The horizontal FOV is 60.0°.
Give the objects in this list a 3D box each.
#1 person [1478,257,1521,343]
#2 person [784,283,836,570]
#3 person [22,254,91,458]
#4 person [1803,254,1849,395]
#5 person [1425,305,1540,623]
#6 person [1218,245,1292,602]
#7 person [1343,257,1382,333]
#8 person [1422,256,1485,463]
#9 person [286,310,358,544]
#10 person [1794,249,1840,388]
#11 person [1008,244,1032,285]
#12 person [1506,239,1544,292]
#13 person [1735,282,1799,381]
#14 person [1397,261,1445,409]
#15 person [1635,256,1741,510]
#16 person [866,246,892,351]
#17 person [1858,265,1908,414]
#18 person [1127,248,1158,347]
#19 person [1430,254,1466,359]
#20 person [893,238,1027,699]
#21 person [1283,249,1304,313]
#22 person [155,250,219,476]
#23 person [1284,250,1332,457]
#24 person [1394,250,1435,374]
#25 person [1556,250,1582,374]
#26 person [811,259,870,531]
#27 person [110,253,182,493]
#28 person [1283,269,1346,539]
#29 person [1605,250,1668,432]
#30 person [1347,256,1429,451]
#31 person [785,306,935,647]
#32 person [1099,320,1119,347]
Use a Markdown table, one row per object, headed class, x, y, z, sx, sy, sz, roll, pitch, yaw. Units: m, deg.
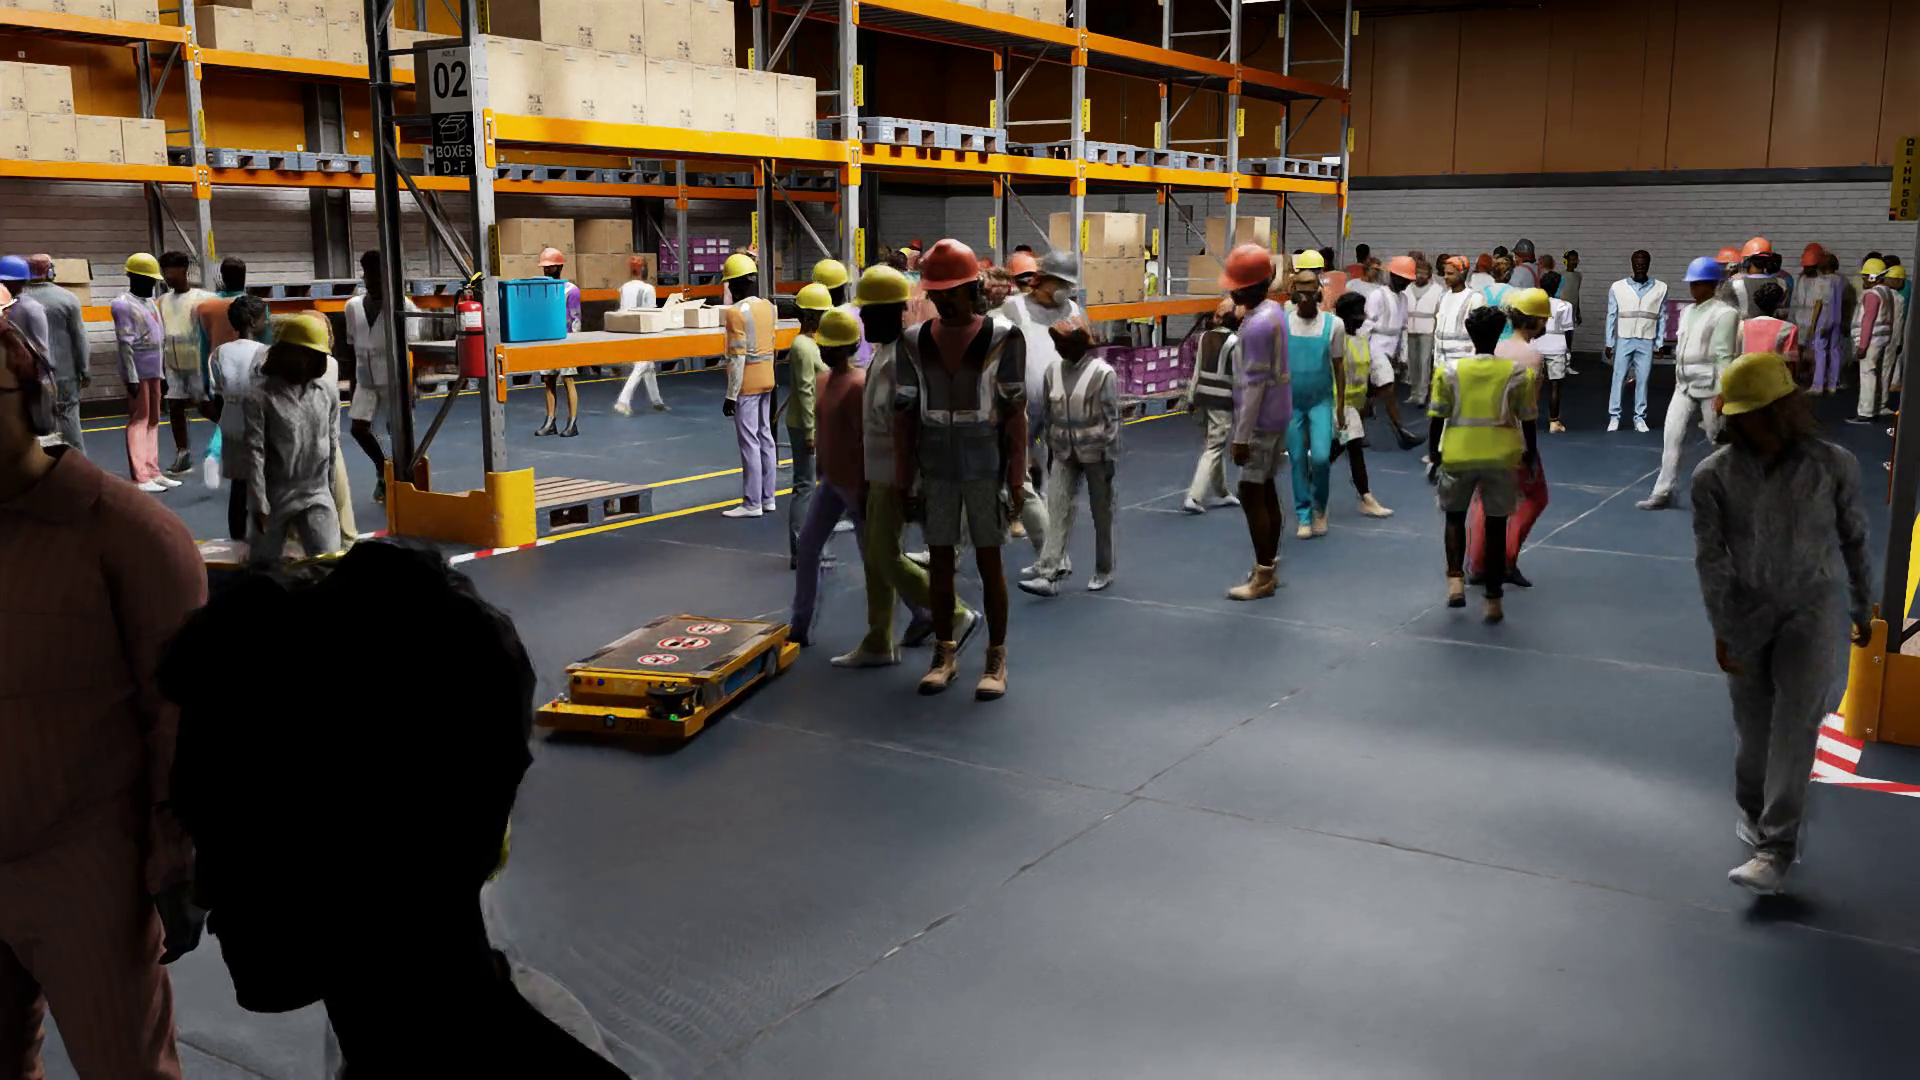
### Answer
| class | x | y | z | sx | sy | sz | roll | pitch | yaw |
| --- | --- | --- | --- | --- | --- | --- | --- | --- | --- |
| person | 5.613 | -2.016 | 17.341 | 0.505 | 1.847 | 0.344 | 9 | 14 | 42 |
| person | -0.910 | -0.694 | 10.266 | 0.338 | 1.759 | 0.524 | 0 | 10 | -2 |
| person | -7.763 | -1.478 | 14.189 | 0.653 | 1.906 | 0.405 | -2 | 10 | -13 |
| person | 11.373 | -2.823 | 21.830 | 0.505 | 1.842 | 0.348 | -3 | 11 | -15 |
| person | 2.782 | -0.403 | 8.866 | 0.578 | 1.672 | 0.415 | 4 | 11 | 20 |
| person | 1.689 | -0.666 | 9.480 | 0.391 | 2.007 | 0.759 | 3 | 11 | 17 |
| person | 4.966 | -2.595 | 20.632 | 0.529 | 1.827 | 0.384 | -2 | 10 | -9 |
| person | 4.426 | -1.588 | 14.858 | 0.337 | 1.883 | 0.583 | -4 | 11 | -20 |
| person | -3.865 | -0.577 | 10.046 | 0.706 | 1.602 | 0.519 | 6 | 12 | 29 |
| person | 11.295 | -2.876 | 21.958 | 0.801 | 1.904 | 0.552 | -6 | 12 | -29 |
| person | 0.910 | -3.477 | 25.128 | 0.373 | 1.957 | 0.606 | -2 | 10 | -11 |
| person | 7.503 | -3.022 | 22.378 | 0.682 | 2.000 | 0.537 | -9 | 14 | -42 |
| person | 6.369 | -1.197 | 13.236 | 0.531 | 1.691 | 0.318 | 8 | 13 | 38 |
| person | 5.619 | -2.494 | 20.242 | 0.593 | 1.770 | 0.870 | 7 | 13 | 35 |
| person | 5.617 | -1.159 | 12.437 | 0.955 | 1.916 | 0.630 | -2 | 11 | -14 |
| person | -1.142 | -3.517 | 25.412 | 0.627 | 1.936 | 0.373 | 2 | 10 | 8 |
| person | 10.789 | -2.321 | 19.360 | 0.324 | 1.730 | 0.490 | -3 | 11 | -15 |
| person | 2.451 | -2.995 | 22.536 | 0.373 | 1.928 | 0.584 | -6 | 12 | -29 |
| person | 7.373 | -3.416 | 25.173 | 0.639 | 1.816 | 0.573 | -2 | 10 | -12 |
| person | -0.007 | -0.307 | 7.371 | 0.617 | 2.030 | 0.409 | 3 | 11 | 16 |
| person | 5.836 | -4.080 | 28.733 | 0.520 | 1.865 | 0.328 | 4 | 11 | 22 |
| person | -6.670 | -1.545 | 14.472 | 0.638 | 1.935 | 0.764 | 2 | 10 | 11 |
| person | 3.266 | -1.736 | 15.563 | 0.365 | 1.928 | 0.586 | 6 | 12 | 29 |
| person | 6.903 | -3.390 | 24.882 | 0.867 | 1.873 | 0.655 | 6 | 12 | 30 |
| person | 9.169 | -3.423 | 25.072 | 0.524 | 1.871 | 0.325 | -5 | 11 | -25 |
| person | -0.829 | -0.977 | 11.457 | 0.472 | 1.891 | 0.624 | 1 | 10 | 7 |
| person | -6.573 | -1.348 | 13.433 | 0.379 | 1.920 | 0.586 | -1 | 10 | -3 |
| person | 2.329 | -0.903 | 11.218 | 0.522 | 1.823 | 0.413 | 3 | 11 | 16 |
| person | 7.140 | -2.097 | 17.589 | 0.600 | 1.917 | 0.376 | 2 | 10 | 13 |
| person | 4.138 | -1.777 | 15.967 | 1.009 | 1.859 | 0.611 | 10 | 14 | 44 |
| person | -0.531 | -0.293 | 8.187 | 0.847 | 1.719 | 0.538 | -6 | 12 | -32 |
| person | 2.812 | -4.578 | 31.480 | 0.422 | 1.880 | 0.636 | -2 | 10 | -10 |
